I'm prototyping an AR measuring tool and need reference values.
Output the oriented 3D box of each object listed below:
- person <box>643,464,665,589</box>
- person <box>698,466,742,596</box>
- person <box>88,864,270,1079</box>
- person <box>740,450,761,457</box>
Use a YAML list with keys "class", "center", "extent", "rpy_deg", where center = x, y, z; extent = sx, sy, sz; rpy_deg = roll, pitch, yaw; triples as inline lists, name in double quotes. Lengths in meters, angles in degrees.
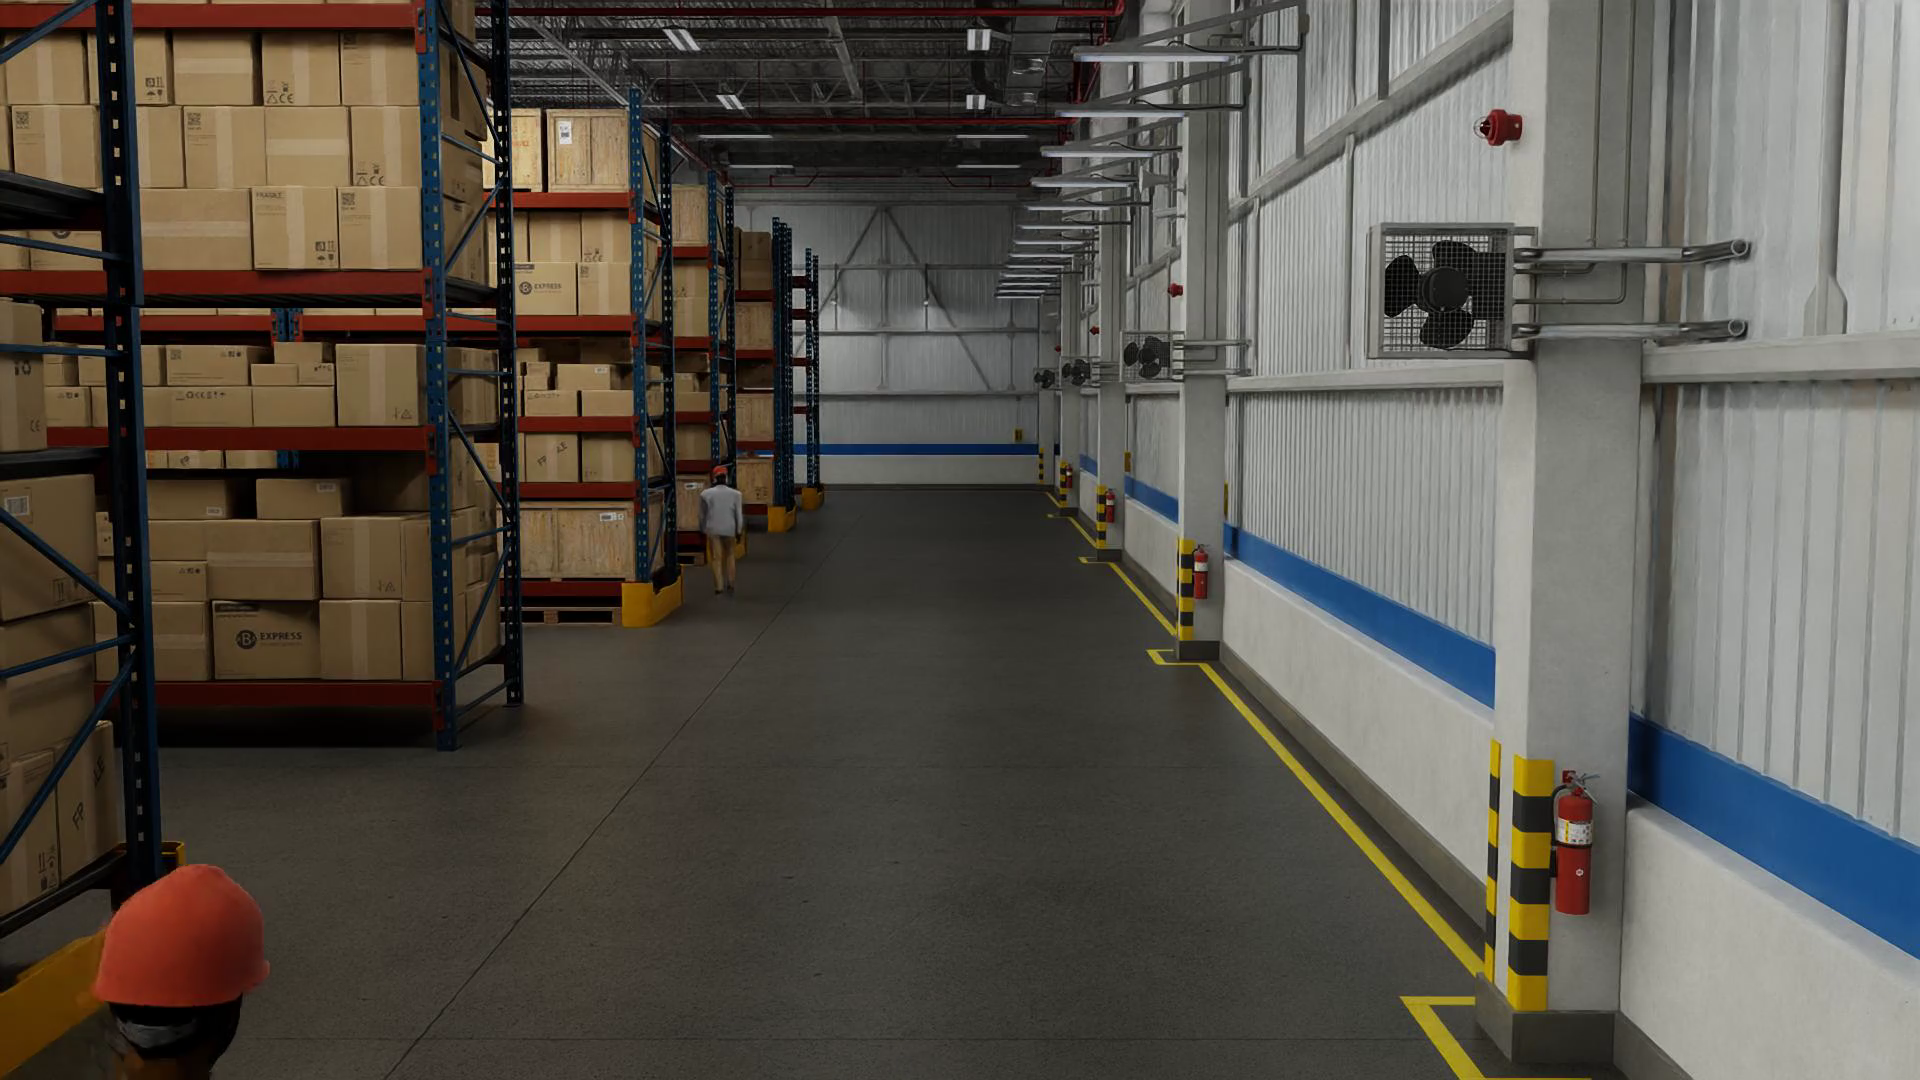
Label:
- class: "person"
  center: [-4.254, -0.253, 22.597]
  extent: [0.540, 1.897, 0.841]
  rpy_deg: [-3, 6, -31]
- class: "person"
  center: [-3.201, -0.126, 22.172]
  extent: [0.557, 1.696, 0.852]
  rpy_deg: [-1, 5, -14]
- class: "person"
  center: [-1.185, 1.462, 2.435]
  extent: [0.561, 1.918, 0.704]
  rpy_deg: [-1, 5, -10]
- class: "person"
  center: [-4.730, -1.403, 37.620]
  extent: [0.528, 1.589, 0.865]
  rpy_deg: [-3, 6, -30]
